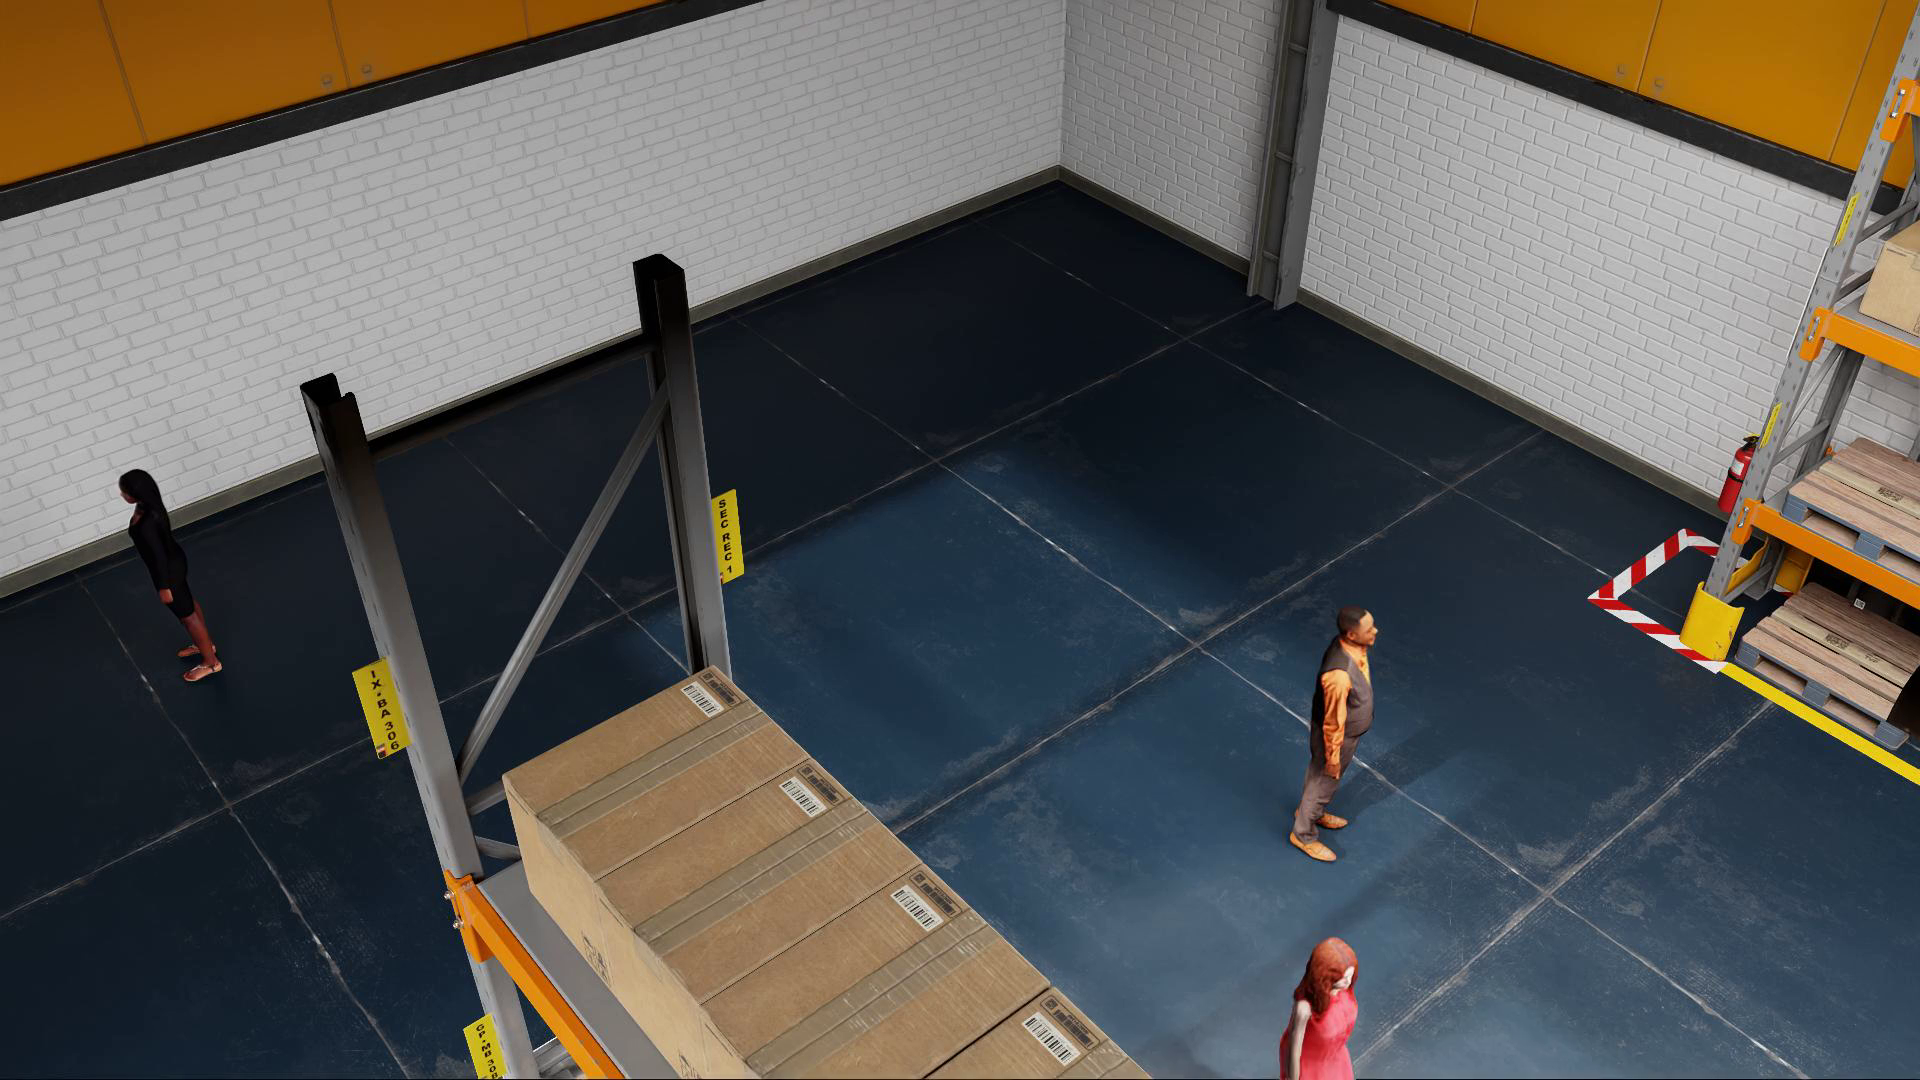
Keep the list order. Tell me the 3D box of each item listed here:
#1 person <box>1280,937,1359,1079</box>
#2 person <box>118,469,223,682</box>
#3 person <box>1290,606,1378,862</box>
[{"bbox_3d":[1.717,2.561,8.424,0.606,1.813,0.621,-28,46,-30],"label":"person"},{"bbox_3d":[-5.441,0.220,11.428,0.721,1.722,0.535,-17,42,-20],"label":"person"},{"bbox_3d":[2.271,1.147,10.117,0.784,1.908,0.787,14,41,17],"label":"person"}]
